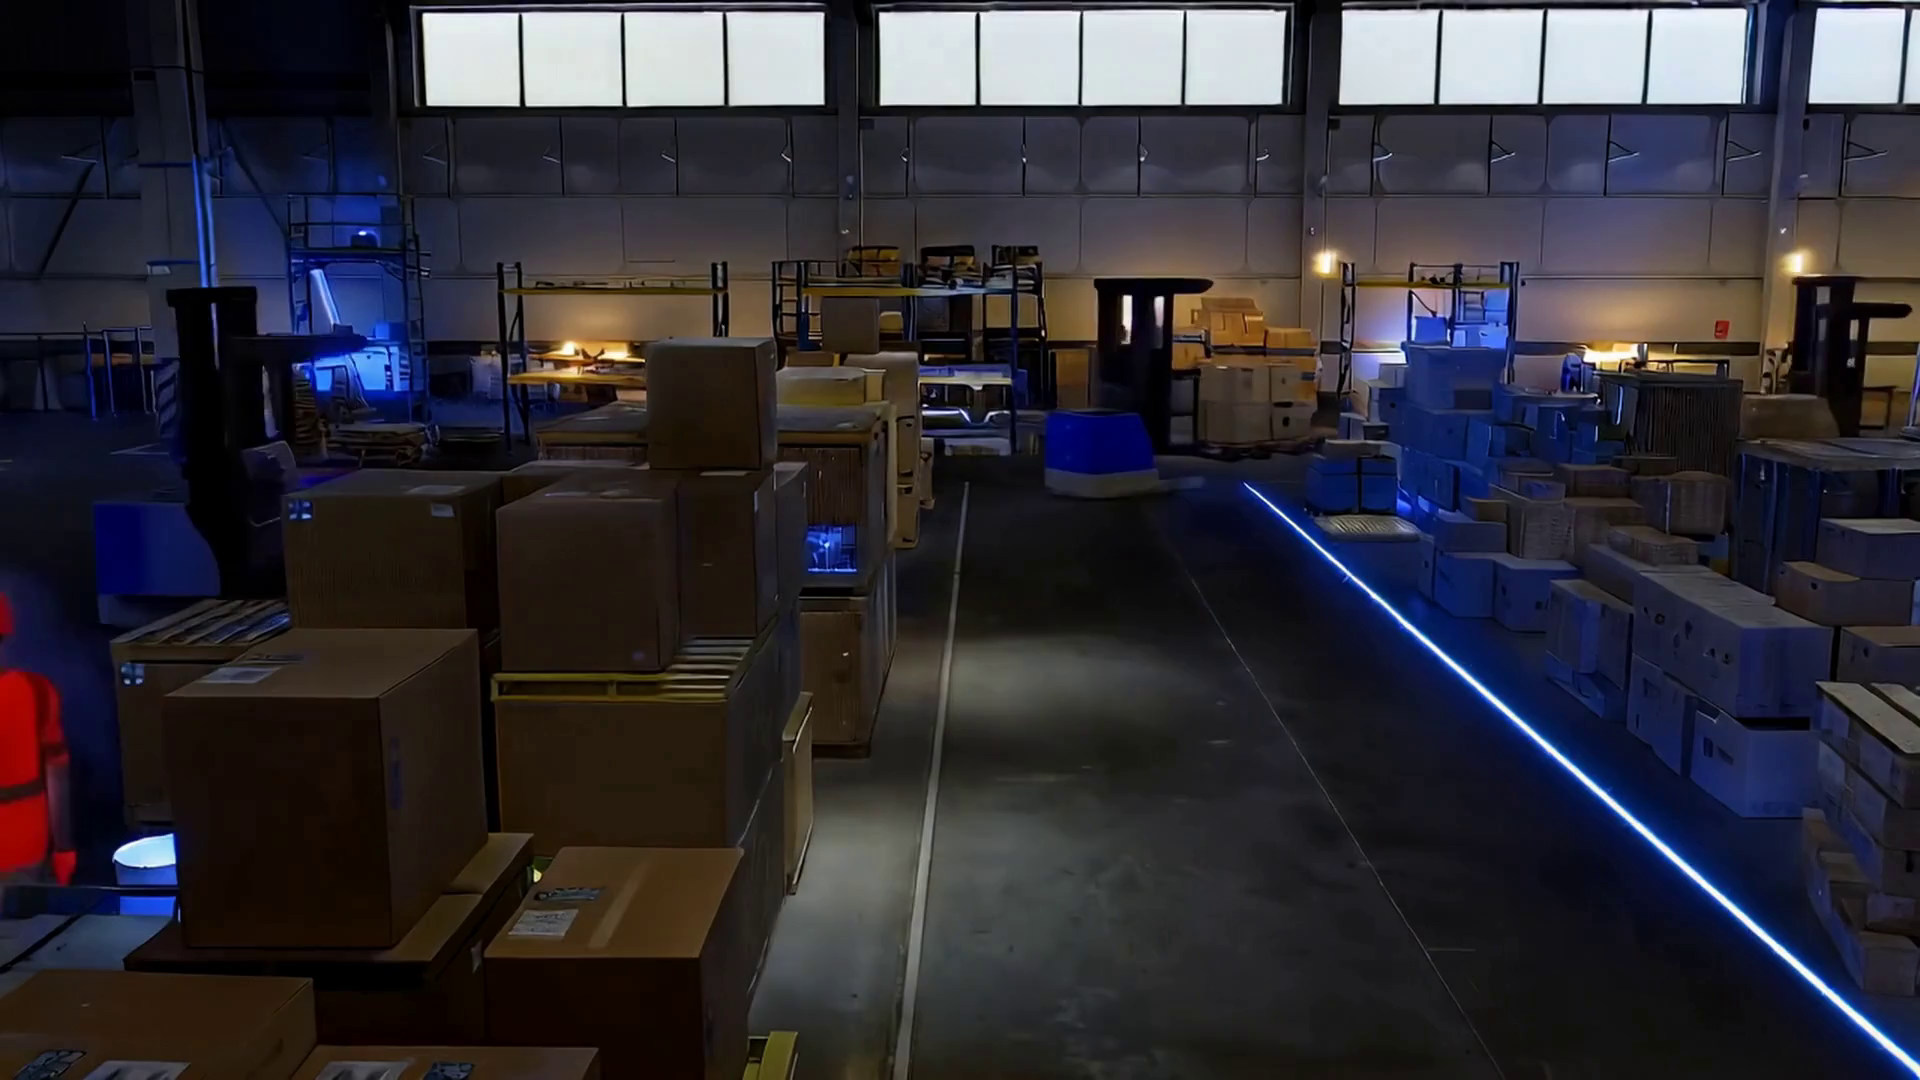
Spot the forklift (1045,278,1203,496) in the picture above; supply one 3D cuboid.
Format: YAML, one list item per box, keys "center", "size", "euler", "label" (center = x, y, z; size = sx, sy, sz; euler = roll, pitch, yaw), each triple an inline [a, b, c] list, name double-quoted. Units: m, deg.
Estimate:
- center: [2.164, -2.067, 22.016]
  size: [1.873, 2.768, 1.129]
  euler: [-6, 11, -32]
  label: "forklift"

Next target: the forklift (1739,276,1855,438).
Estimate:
- center: [12.441, -2.428, 24.180]
  size: [1.873, 2.768, 1.129]
  euler: [-1, 10, -8]
  label: "forklift"

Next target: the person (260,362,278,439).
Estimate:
- center: [-9.585, -1.726, 22.982]
  size: [0.527, 1.875, 0.609]
  euler: [-8, 12, -40]
  label: "person"

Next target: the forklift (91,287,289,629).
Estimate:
- center: [-6.160, -0.715, 13.920]
  size: [1.873, 2.768, 1.129]
  euler: [0, 9, 1]
  label: "forklift"

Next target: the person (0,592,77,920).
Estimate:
- center: [-3.459, 1.112, 5.880]
  size: [0.425, 1.908, 0.578]
  euler: [4, 10, 21]
  label: "person"
